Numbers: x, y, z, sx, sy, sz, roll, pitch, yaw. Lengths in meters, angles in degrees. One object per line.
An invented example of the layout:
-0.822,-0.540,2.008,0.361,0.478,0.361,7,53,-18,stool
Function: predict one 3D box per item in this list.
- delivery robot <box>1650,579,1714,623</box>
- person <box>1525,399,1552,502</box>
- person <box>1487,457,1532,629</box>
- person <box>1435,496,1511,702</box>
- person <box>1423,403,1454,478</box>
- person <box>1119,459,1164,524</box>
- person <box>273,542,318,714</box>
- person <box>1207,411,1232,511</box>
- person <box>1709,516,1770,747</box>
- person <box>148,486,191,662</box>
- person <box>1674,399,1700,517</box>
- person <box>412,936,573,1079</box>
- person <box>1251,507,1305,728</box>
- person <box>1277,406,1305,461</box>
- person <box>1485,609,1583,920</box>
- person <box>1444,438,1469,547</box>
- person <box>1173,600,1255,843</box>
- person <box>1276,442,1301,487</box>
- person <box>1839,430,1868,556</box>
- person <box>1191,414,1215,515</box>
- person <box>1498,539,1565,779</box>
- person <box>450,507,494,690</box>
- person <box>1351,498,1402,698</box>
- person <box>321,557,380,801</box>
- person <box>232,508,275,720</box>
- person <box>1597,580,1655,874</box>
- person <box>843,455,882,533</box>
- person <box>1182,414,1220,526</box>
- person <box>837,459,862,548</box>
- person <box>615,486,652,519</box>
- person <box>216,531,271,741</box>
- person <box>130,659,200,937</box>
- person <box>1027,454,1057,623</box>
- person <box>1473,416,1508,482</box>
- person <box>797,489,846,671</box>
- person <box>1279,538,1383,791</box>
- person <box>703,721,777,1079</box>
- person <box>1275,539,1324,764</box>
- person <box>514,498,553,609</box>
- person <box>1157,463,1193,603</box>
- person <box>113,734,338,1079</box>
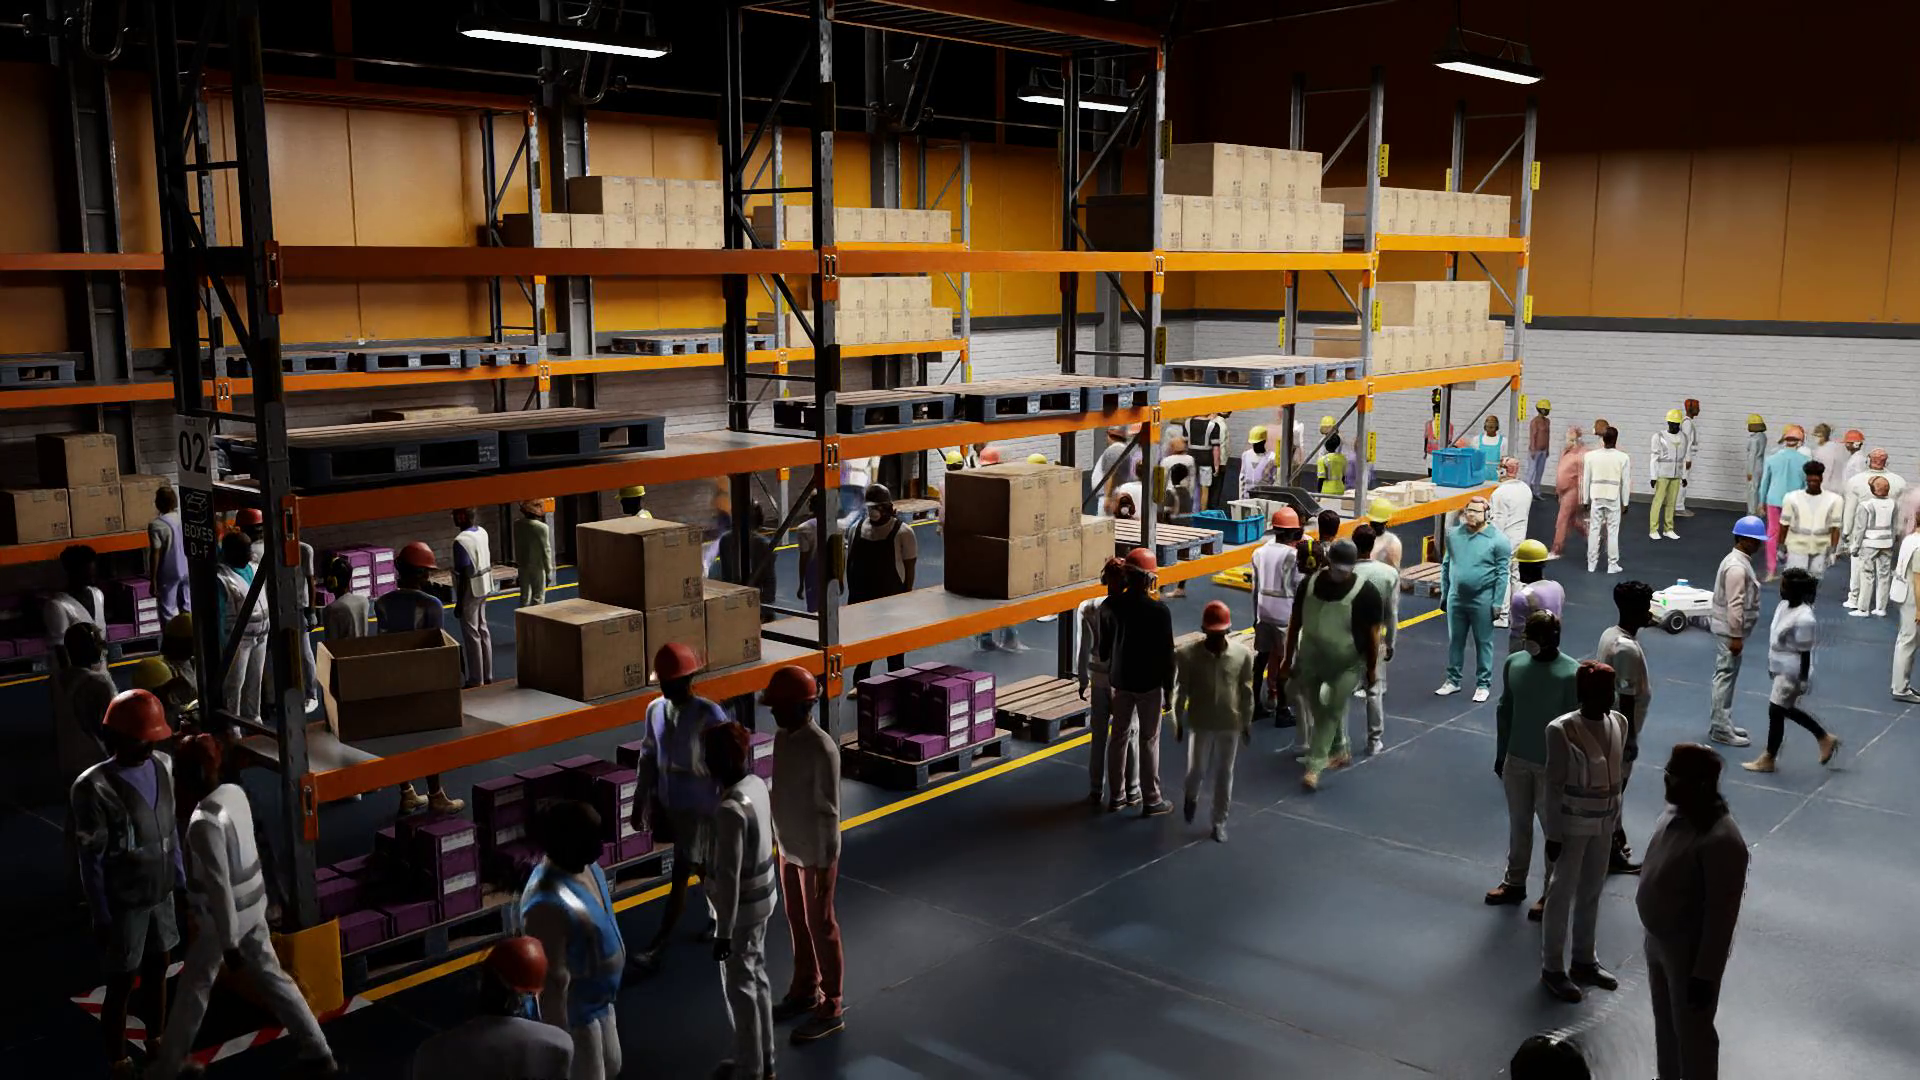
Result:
7.971,0.678,18.386,0.707,0.478,0.477,-3,10,-16,delivery robot
9.842,-1.519,28.208,0.527,1.758,0.342,-8,12,-39,person
6.067,0.026,18.531,0.652,1.906,0.402,-8,13,-41,person
4.749,0.539,15.453,0.643,1.913,0.410,9,13,42,person
8.069,-1.475,28.114,0.317,1.695,0.540,-9,13,-42,person
2.069,-0.014,18.948,0.565,1.846,0.389,6,11,34,person
-6.045,0.641,15.003,0.509,1.863,0.326,1,10,9,person
4.024,-1.213,25.703,0.409,1.986,0.618,0,10,-2,person
6.563,0.755,14.067,0.402,1.943,0.605,5,11,25,person
-7.882,0.375,16.672,0.344,1.831,0.527,5,11,27,person
11.642,-1.325,26.662,0.337,1.882,0.585,3,10,17,person
-1.702,2.258,5.818,0.709,1.704,0.367,-6,11,-31,person
2.815,0.669,14.651,0.408,1.928,0.546,-8,13,-41,person
5.150,-1.246,26.211,0.575,1.880,0.358,9,13,42,person
3.600,1.379,10.357,0.356,1.938,0.638,-6,11,-34,person
6.630,-0.505,22.219,0.551,1.730,0.599,-3,10,-16,person
1.784,1.258,11.693,0.566,1.736,0.459,0,10,1,person
4.304,-0.473,21.951,0.340,1.761,0.525,9,13,43,person
12.348,-0.655,23.058,0.346,1.746,0.573,2,10,13,person
3.811,-1.280,26.071,0.401,1.989,0.623,-7,12,-38,person
4.464,0.947,13.015,0.581,1.919,0.399,-7,12,-34,person
-4.612,0.527,15.720,0.375,1.843,0.575,1,10,6,person
3.777,0.545,15.447,0.521,1.896,0.615,-4,10,-23,person
-4.637,1.047,12.577,0.327,1.863,0.510,3,10,16,person
-6.229,0.642,14.797,0.388,1.929,0.544,4,10,23,person
4.429,1.230,11.163,0.374,1.966,0.608,2,10,10,person
-1.417,-0.738,23.408,0.711,1.807,0.598,-8,12,-40,person
3.691,-1.193,25.447,0.613,2.033,0.410,5,11,29,person
-1.596,-0.841,23.652,0.378,1.922,0.594,-6,11,-34,person
-3.220,0.340,16.641,0.407,1.918,0.584,-2,10,-10,person
-5.981,0.837,13.883,0.429,1.842,0.636,2,10,14,person
-4.705,1.550,9.955,0.535,1.741,0.420,6,11,33,person
0.891,-0.026,18.823,0.581,1.919,0.399,9,13,41,person
7.723,-0.904,24.291,0.505,1.838,0.349,4,10,23,person
-1.368,0.414,16.411,0.506,1.842,0.350,-5,11,-26,person
2.871,0.889,12.977,0.735,2.000,1.029,8,13,41,person
-1.065,1.793,8.074,0.342,1.878,0.582,1,10,6,person
2.763,0.909,13.415,0.644,1.847,0.548,3,10,18,person
-4.517,0.320,17.625,0.505,1.624,0.295,6,11,33,person
2.565,-0.085,19.912,0.351,1.669,0.608,8,12,40,person
-3.579,1.820,8.080,1.031,1.824,0.584,-1,10,-7,person
